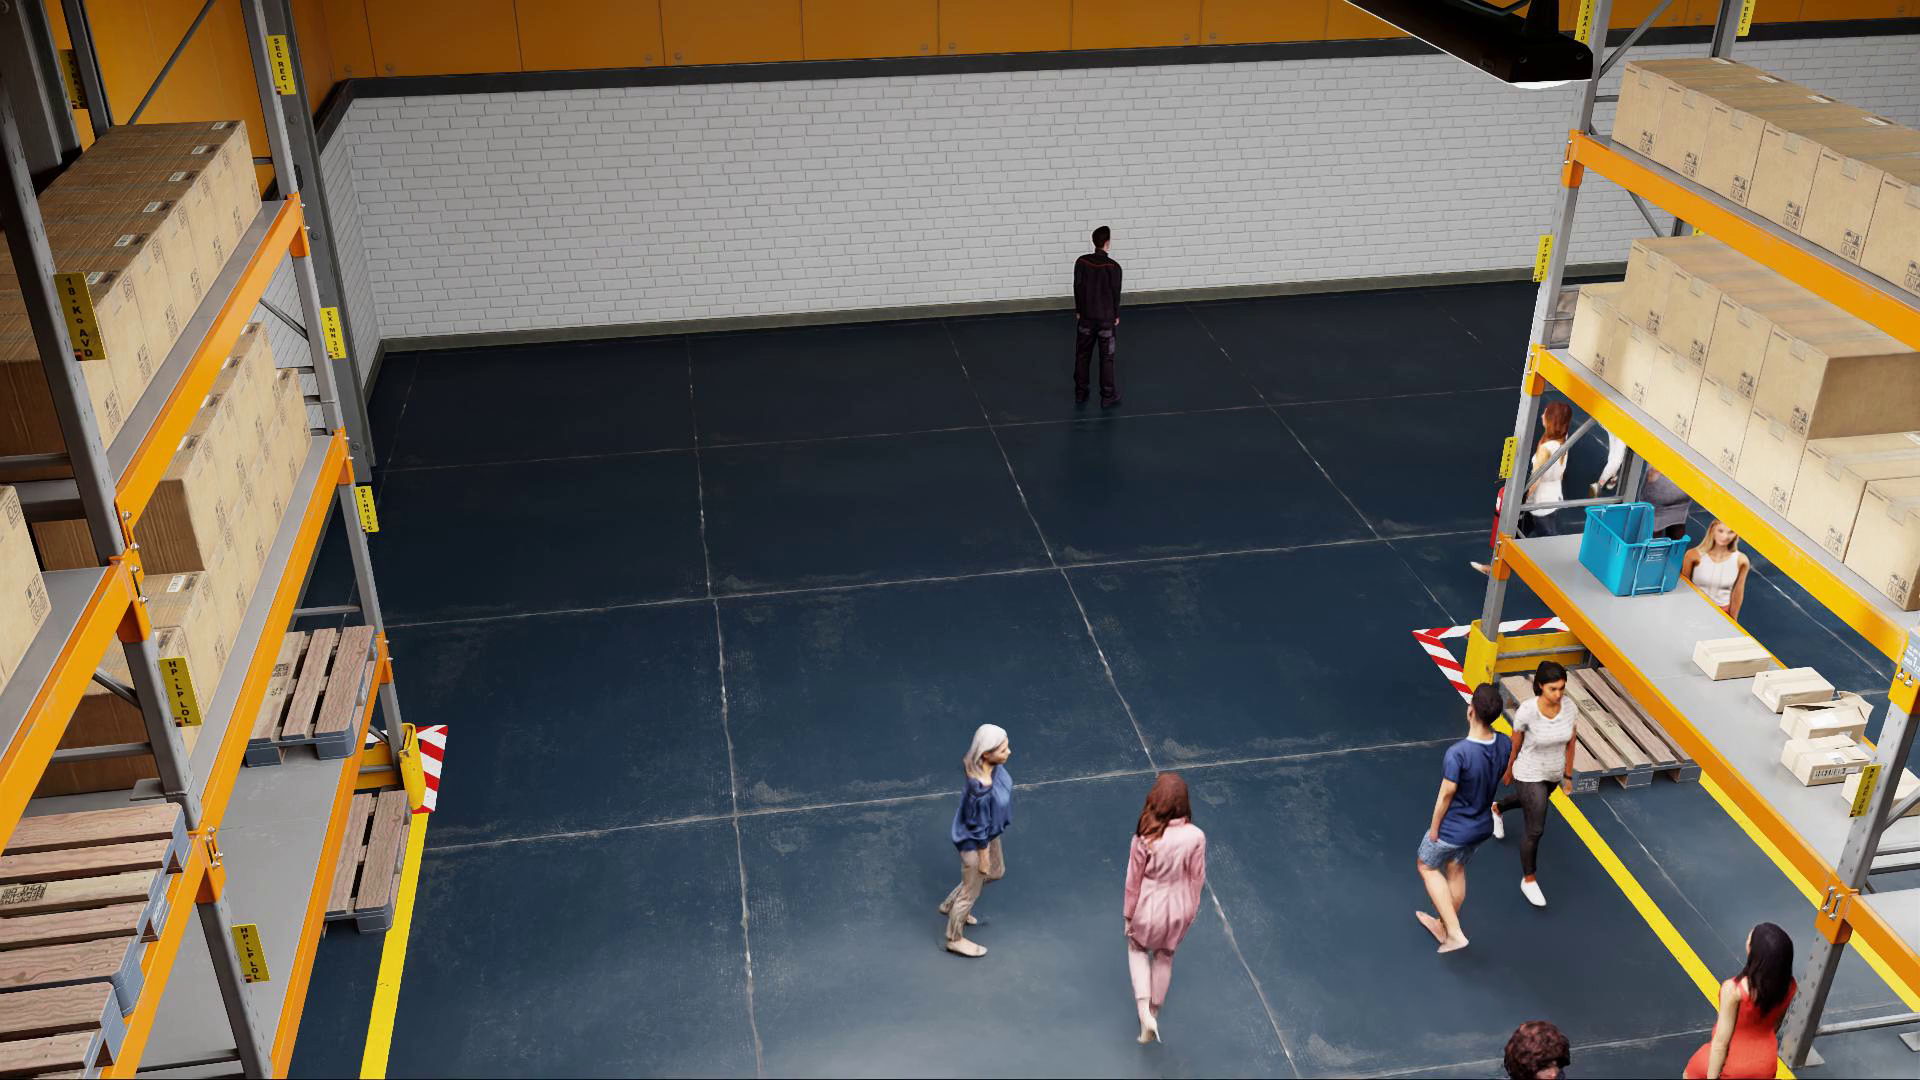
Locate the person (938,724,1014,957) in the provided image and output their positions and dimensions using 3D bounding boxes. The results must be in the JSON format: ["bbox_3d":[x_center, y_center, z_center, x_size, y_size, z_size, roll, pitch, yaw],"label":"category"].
[{"bbox_3d":[0.072,1.786,9.940,0.797,1.678,0.731,5,29,9],"label":"person"}]

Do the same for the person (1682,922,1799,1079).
[{"bbox_3d":[3.928,2.694,8.288,0.590,1.666,1.073,-5,29,-9],"label":"person"}]

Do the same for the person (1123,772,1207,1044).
[{"bbox_3d":[1.135,2.125,9.204,0.643,1.787,0.720,-3,29,-5],"label":"person"}]

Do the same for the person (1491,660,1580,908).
[{"bbox_3d":[3.651,1.446,10.639,0.609,1.604,1.135,-7,29,-13],"label":"person"}]

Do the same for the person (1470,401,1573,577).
[{"bbox_3d":[4.874,-0.249,13.617,1.186,1.730,1.127,18,33,30],"label":"person"}]

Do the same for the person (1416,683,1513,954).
[{"bbox_3d":[3.044,1.728,9.892,0.706,1.826,0.837,-12,31,-21],"label":"person"}]

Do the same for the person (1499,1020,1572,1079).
[{"bbox_3d":[2.577,2.908,7.911,0.840,1.650,1.125,-14,32,-24],"label":"person"}]

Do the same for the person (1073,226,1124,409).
[{"bbox_3d":[1.431,-2.318,17.217,0.780,1.914,0.811,14,32,24],"label":"person"}]

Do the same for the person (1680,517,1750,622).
[{"bbox_3d":[5.361,0.584,12.016,0.708,1.800,0.729,7,29,12],"label":"person"}]
